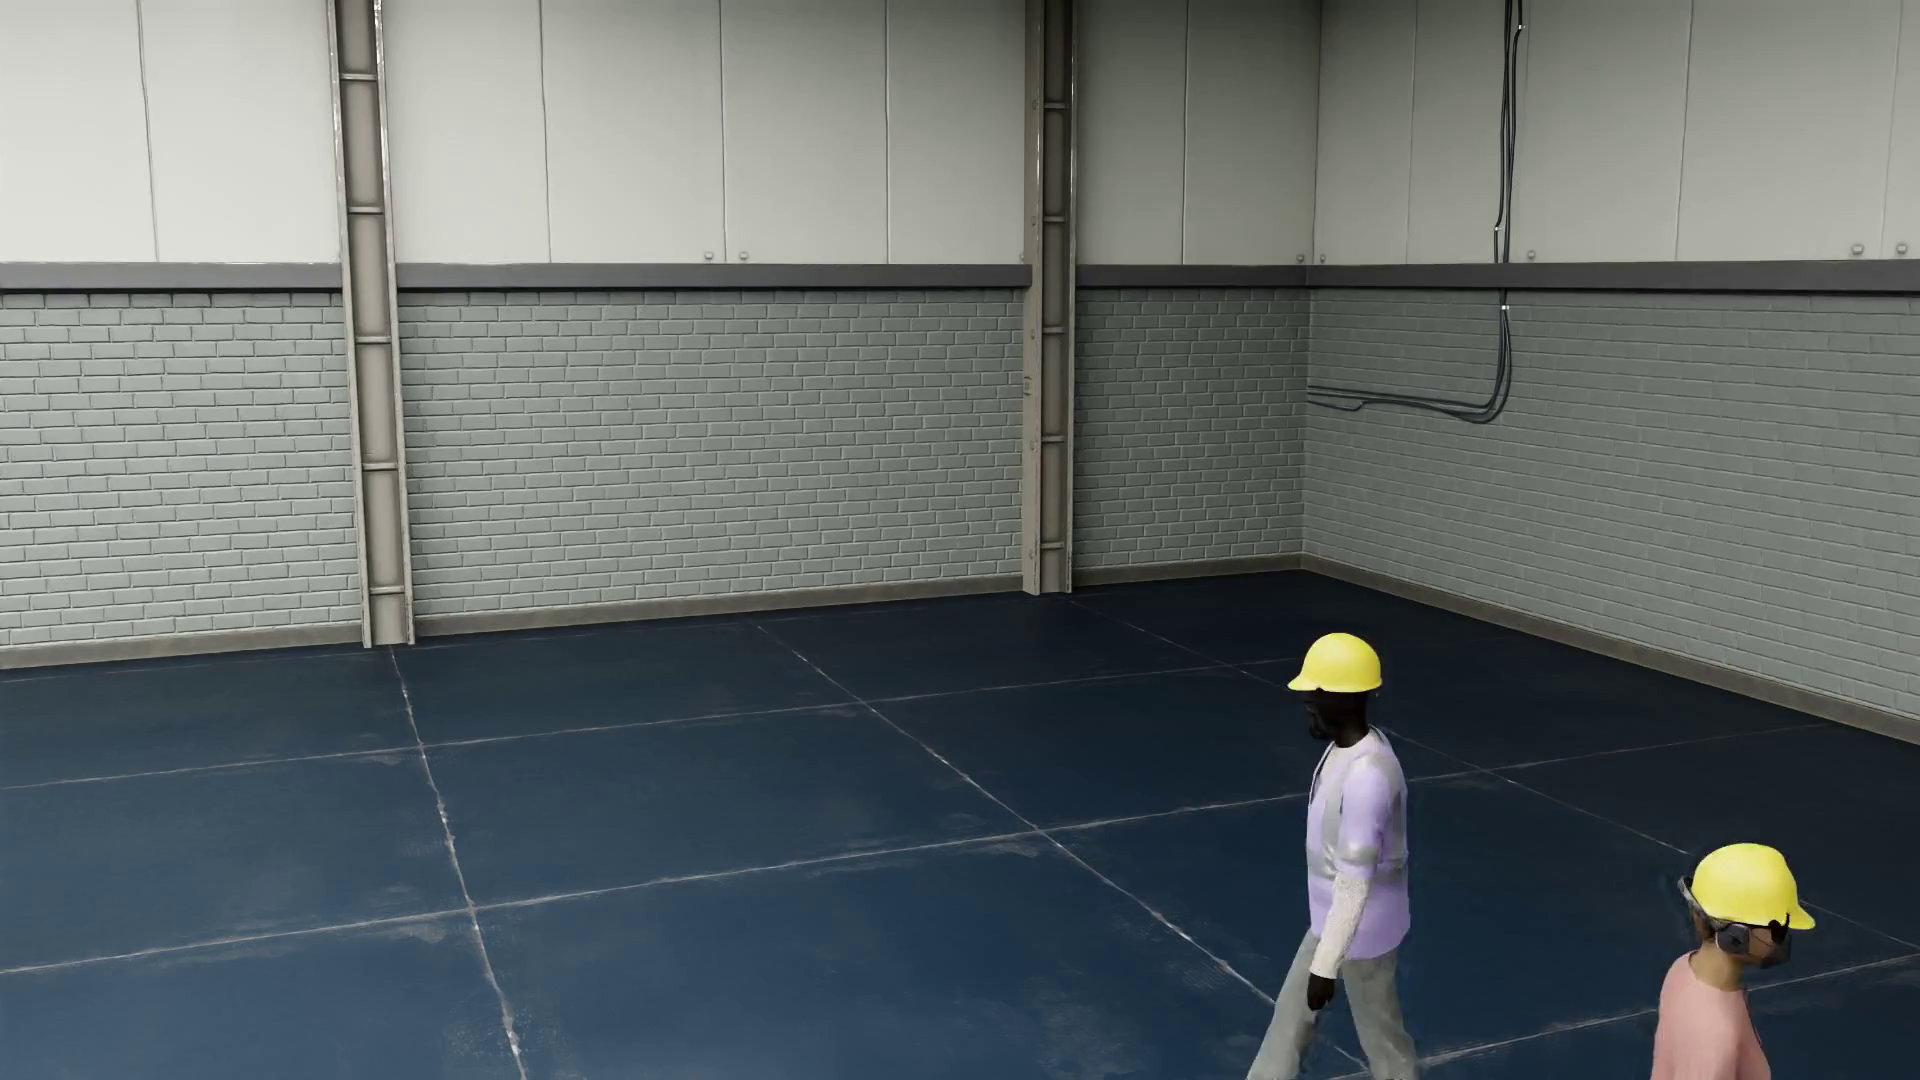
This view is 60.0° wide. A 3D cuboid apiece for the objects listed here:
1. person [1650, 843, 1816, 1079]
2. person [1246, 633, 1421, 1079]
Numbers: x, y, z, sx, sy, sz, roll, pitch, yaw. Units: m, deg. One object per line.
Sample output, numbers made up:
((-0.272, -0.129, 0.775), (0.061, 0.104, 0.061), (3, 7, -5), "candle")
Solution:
((1.853, 1.554, 3.902), (0.853, 1.725, 0.552), (3, 10, 18), "person")
((1.140, 1.237, 5.414), (0.926, 1.883, 0.612), (1, 9, 4), "person")
